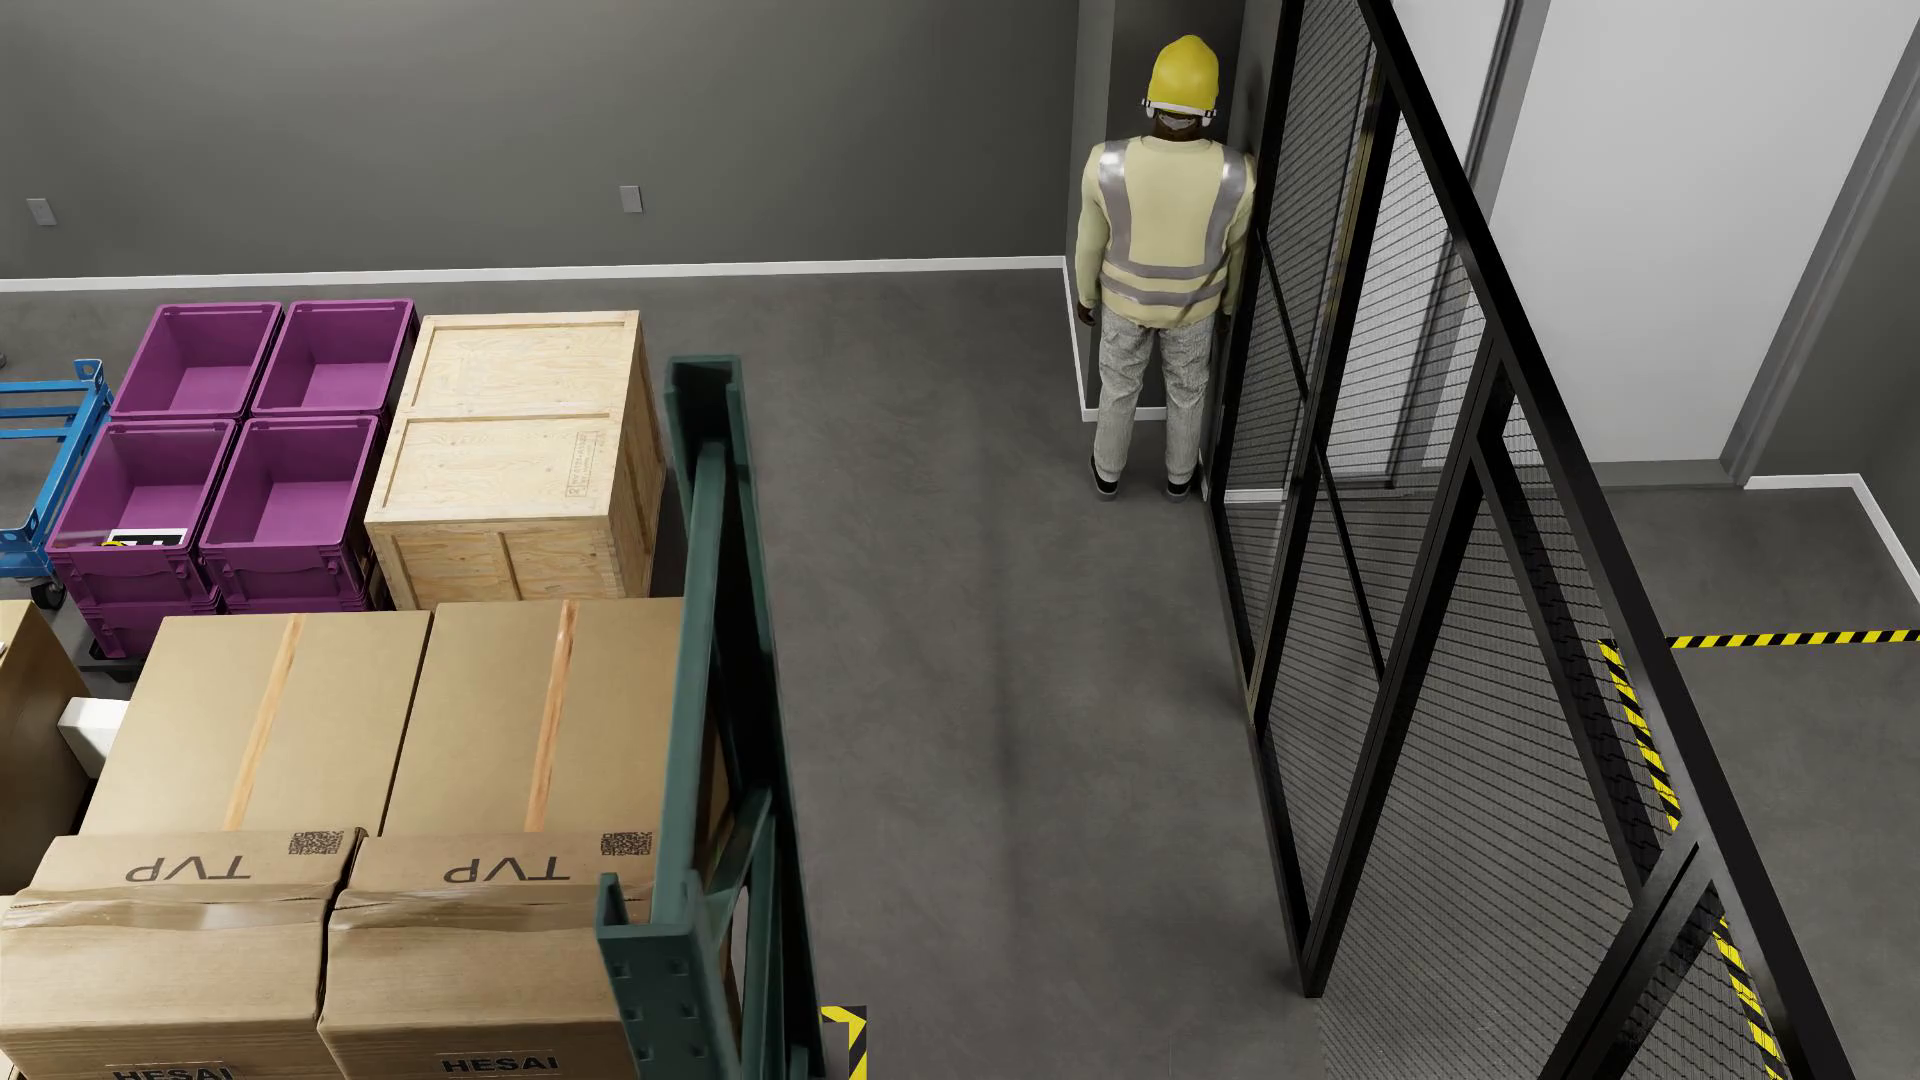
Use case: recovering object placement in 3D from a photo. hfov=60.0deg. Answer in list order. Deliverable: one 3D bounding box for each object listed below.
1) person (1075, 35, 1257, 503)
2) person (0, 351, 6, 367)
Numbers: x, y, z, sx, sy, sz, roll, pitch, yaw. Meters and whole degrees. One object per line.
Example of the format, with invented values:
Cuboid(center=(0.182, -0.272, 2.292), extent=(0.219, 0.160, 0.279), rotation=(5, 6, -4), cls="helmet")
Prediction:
Cuboid(center=(0.684, -0.856, 5.646), extent=(0.597, 1.832, 0.404), rotation=(4, 46, 4), cls="person")
Cuboid(center=(-4.031, -1.265, 5.963), extent=(0.361, 1.938, 0.635), rotation=(-4, 46, -4), cls="person")
